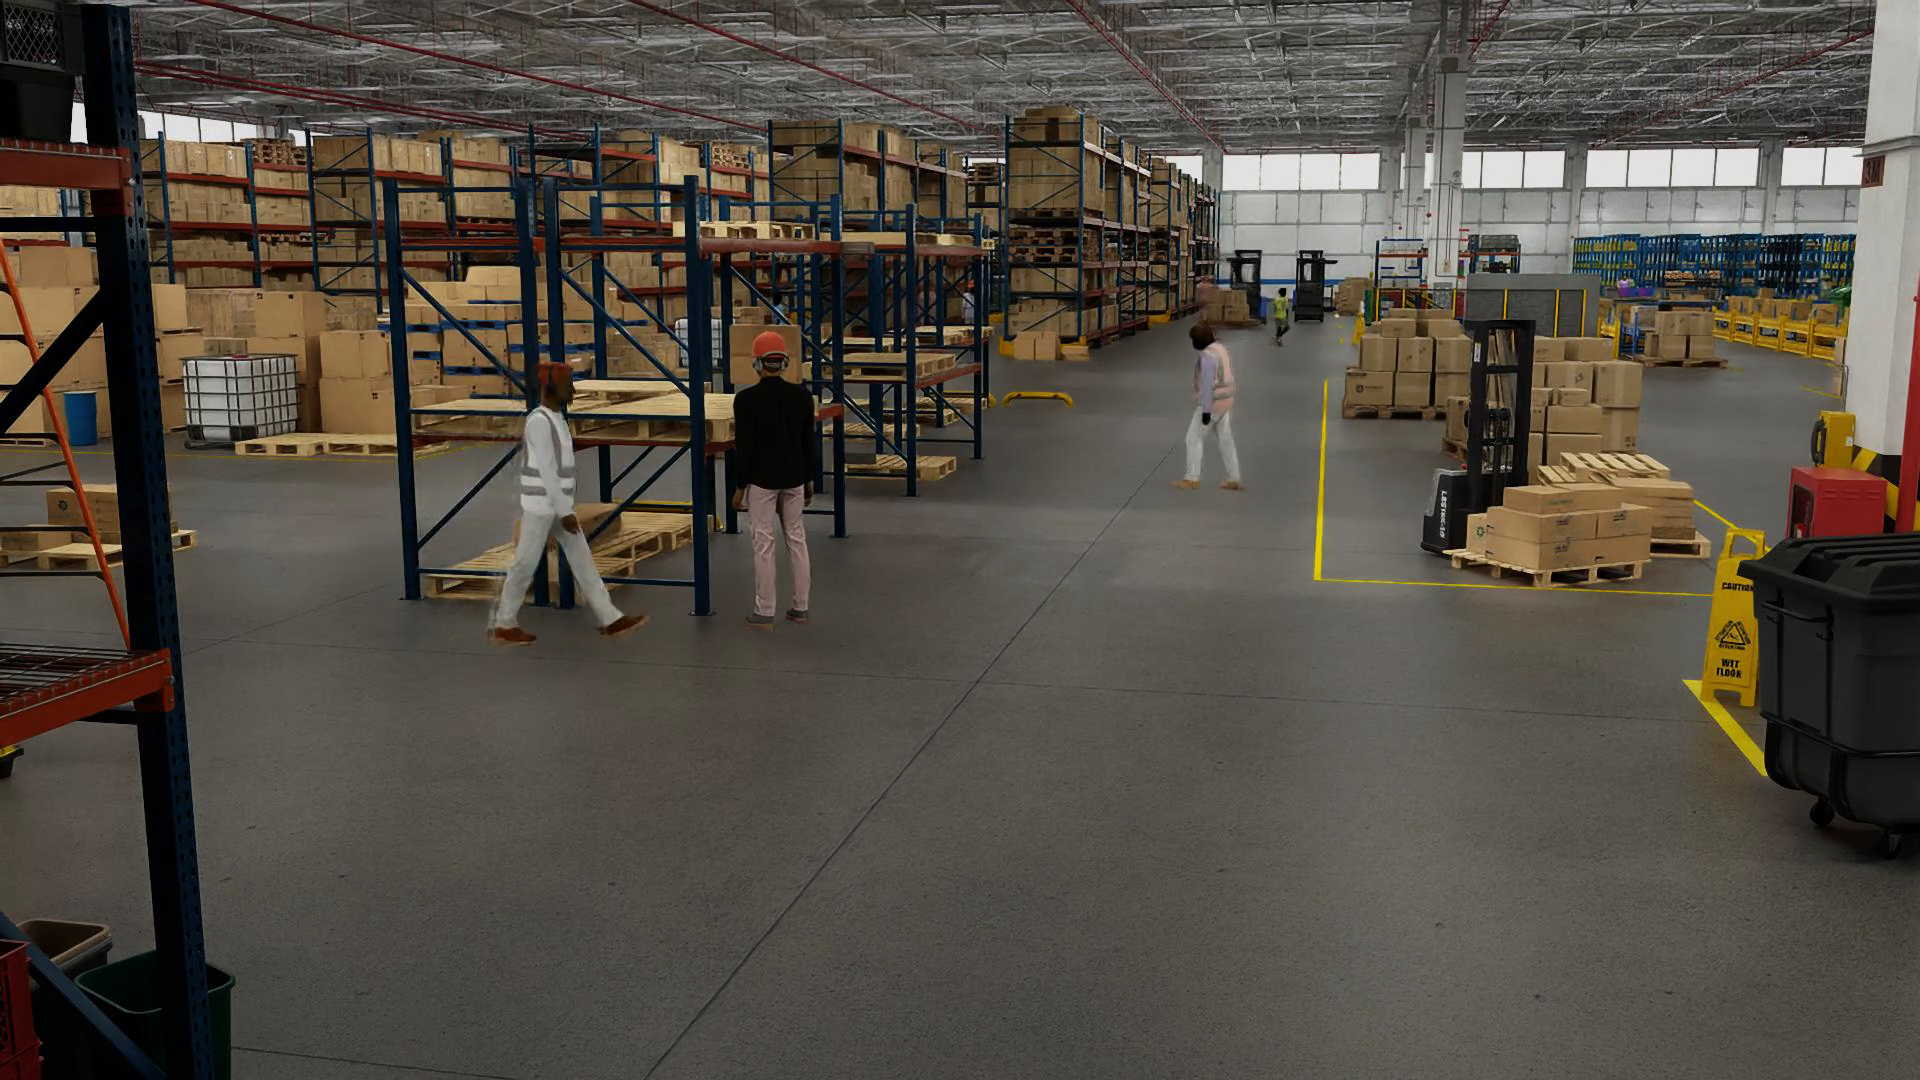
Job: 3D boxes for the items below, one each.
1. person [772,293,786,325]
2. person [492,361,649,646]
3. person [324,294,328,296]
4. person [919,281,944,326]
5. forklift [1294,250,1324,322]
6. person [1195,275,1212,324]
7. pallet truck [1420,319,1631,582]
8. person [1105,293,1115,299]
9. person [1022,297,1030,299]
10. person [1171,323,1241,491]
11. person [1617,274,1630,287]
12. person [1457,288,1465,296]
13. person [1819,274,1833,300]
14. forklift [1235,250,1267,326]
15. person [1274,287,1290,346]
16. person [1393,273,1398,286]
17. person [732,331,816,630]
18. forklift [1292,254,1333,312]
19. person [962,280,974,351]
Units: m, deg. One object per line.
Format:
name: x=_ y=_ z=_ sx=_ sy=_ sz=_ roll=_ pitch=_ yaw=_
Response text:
person: x=-4.232 y=-4.920 z=38.837 sx=0.321 sy=1.697 sz=0.530 roll=0 pitch=10 yaw=3
person: x=-2.554 y=-0.217 z=10.614 sx=1.019 sy=1.826 sz=0.590 roll=1 pitch=10 yaw=4
person: x=-19.918 y=-7.120 z=52.085 sx=0.516 sy=1.627 sz=0.377 roll=3 pitch=10 yaw=16
person: x=-0.752 y=-6.031 z=44.844 sx=0.662 sy=1.884 sz=0.647 roll=3 pitch=10 yaw=17
forklift: x=13.778 y=-10.002 z=65.433 sx=1.129 sy=2.768 sz=1.873 roll=2 pitch=10 yaw=12
person: x=9.337 y=-9.202 z=63.678 sx=0.649 sy=1.882 sz=0.609 roll=-1 pitch=10 yaw=-4
pallet truck: x=4.543 y=-0.757 z=13.299 sx=0.823 sy=1.965 sz=1.885 roll=-4 pitch=10 yaw=-22
person: x=8.698 y=-14.743 z=96.442 sx=1.005 sy=1.879 sz=0.563 roll=4 pitch=10 yaw=20
person: x=2.690 y=-9.398 z=65.026 sx=0.602 sy=1.809 sz=0.793 roll=4 pitch=10 yaw=20
person: x=2.635 y=-1.409 z=17.772 sx=0.801 sy=1.790 sz=0.706 roll=4 pitch=11 yaw=24
person: x=28.829 y=-10.650 z=72.326 sx=0.566 sy=1.847 sz=0.389 roll=-2 pitch=10 yaw=-10
person: x=19.896 y=-9.499 z=66.012 sx=0.535 sy=1.679 sz=0.362 roll=5 pitch=11 yaw=27
person: x=39.405 y=-11.211 z=75.743 sx=0.603 sy=1.813 sz=0.590 roll=2 pitch=10 yaw=9
forklift: x=10.665 y=-9.367 z=61.676 sx=1.129 sy=2.768 sz=1.873 roll=4 pitch=11 yaw=25
person: x=9.155 y=-6.344 z=47.291 sx=0.361 sy=1.681 sz=0.549 roll=-6 pitch=11 yaw=-32
person: x=23.071 y=-13.275 z=88.210 sx=0.485 sy=1.734 sz=0.346 roll=-7 pitch=12 yaw=-36
person: x=-1.259 y=-0.398 z=11.182 sx=0.622 sy=1.992 sz=0.397 roll=-7 pitch=12 yaw=-35
forklift: x=16.469 y=-12.025 z=77.415 sx=1.873 sy=2.768 sz=1.129 roll=2 pitch=10 yaw=12
person: x=0.302 y=-5.996 z=44.562 sx=0.586 sy=1.911 sz=0.719 roll=2 pitch=10 yaw=10
